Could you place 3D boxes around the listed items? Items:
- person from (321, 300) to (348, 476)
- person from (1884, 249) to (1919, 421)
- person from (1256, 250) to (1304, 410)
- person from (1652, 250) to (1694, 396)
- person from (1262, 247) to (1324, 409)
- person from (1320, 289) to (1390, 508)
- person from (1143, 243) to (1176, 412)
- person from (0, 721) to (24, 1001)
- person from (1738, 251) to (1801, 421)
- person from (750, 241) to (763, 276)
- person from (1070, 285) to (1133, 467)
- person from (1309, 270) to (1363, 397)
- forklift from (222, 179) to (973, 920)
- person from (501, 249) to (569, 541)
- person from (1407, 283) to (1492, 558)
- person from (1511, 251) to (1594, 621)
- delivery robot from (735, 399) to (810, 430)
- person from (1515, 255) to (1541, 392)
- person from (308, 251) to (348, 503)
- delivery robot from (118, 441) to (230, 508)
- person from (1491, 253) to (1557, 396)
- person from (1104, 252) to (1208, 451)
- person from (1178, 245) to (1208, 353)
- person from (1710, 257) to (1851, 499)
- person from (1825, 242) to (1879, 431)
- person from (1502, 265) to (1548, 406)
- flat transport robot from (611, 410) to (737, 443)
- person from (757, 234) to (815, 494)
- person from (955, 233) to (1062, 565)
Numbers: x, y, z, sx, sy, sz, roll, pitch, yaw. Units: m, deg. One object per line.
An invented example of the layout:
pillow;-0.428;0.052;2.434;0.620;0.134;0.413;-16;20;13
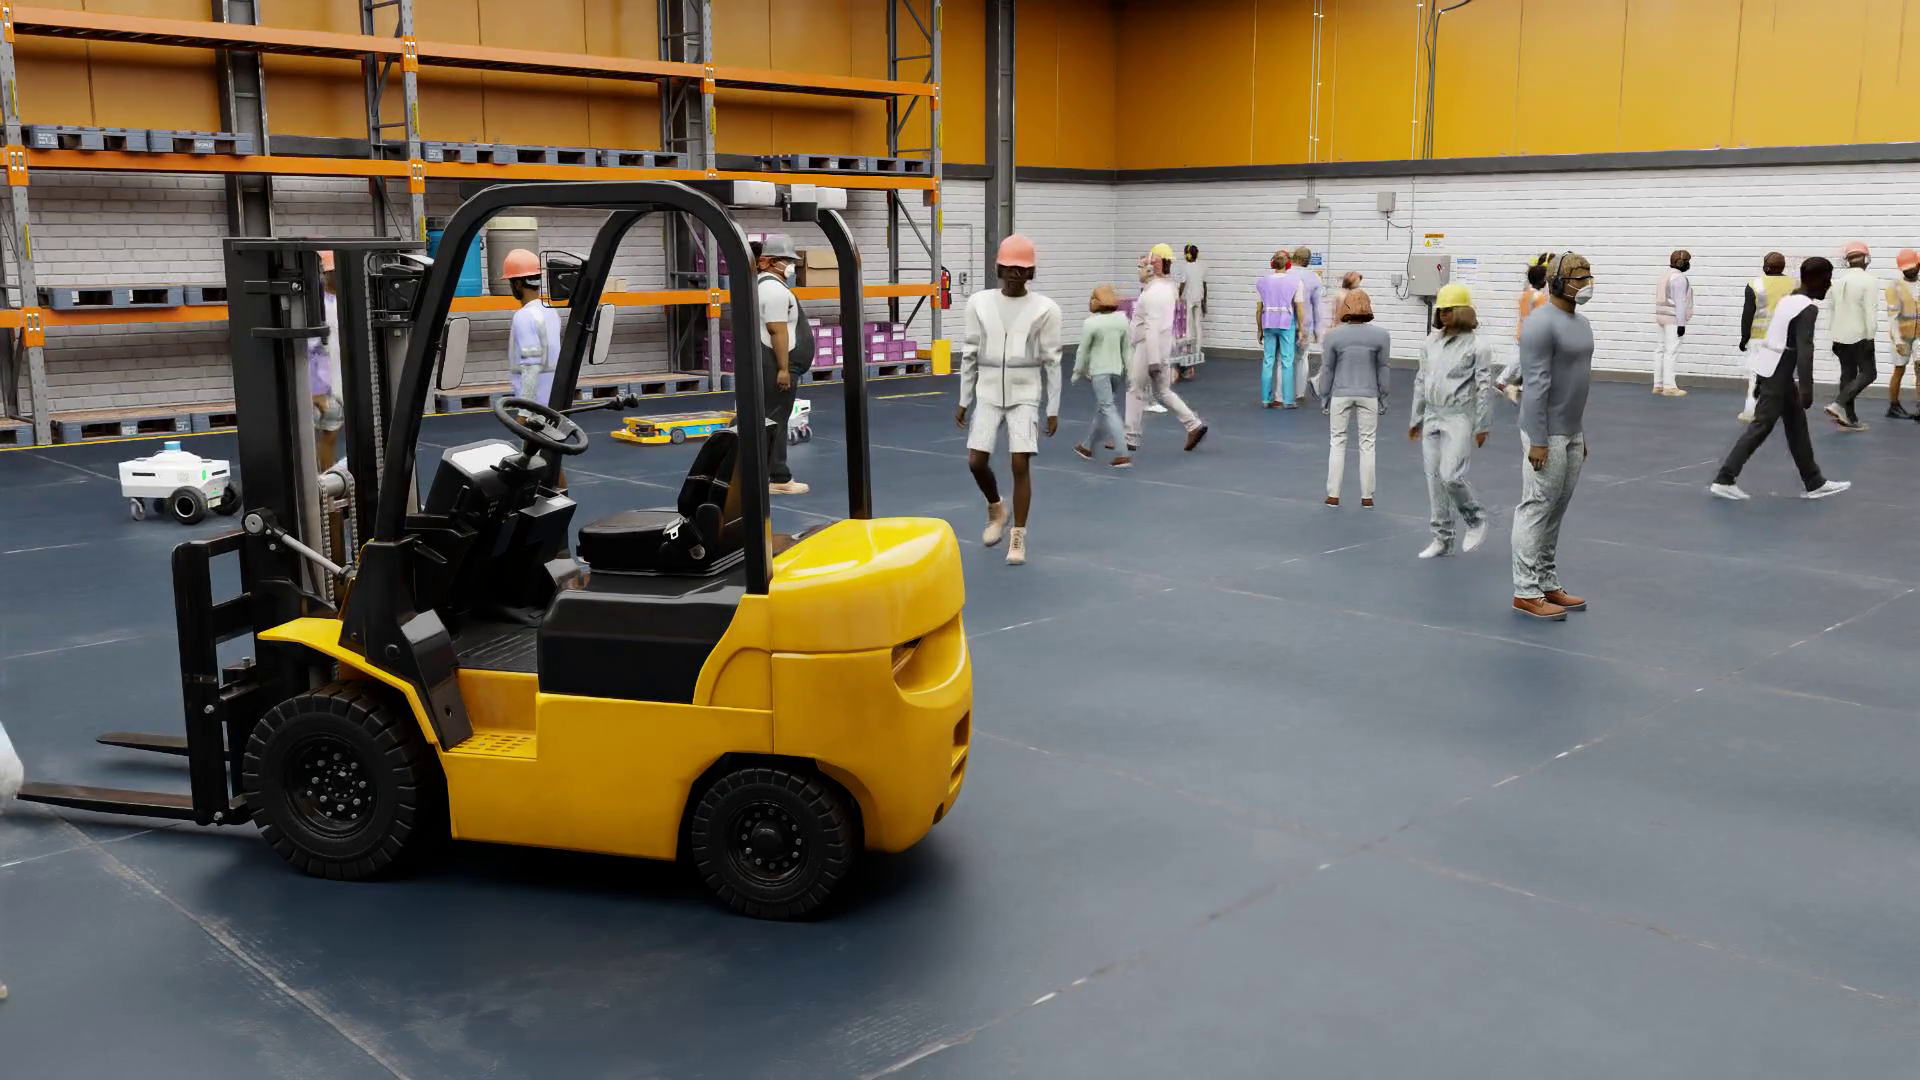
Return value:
person;-4.060;-0.943;11.075;0.766;1.900;0.637;-6;12;-32
person;10.357;-2.215;18.089;0.625;1.870;0.802;1;10;7
person;3.712;-2.437;19.354;0.567;1.850;0.389;5;12;27
person;9.058;-2.752;21.100;0.429;1.839;0.634;0;10;1
person;3.914;-2.499;19.622;0.694;1.889;0.661;0;10;0
person;2.938;-1.047;12.401;0.505;1.629;0.280;2;11;11
person;2.273;-2.438;19.147;0.388;1.927;0.589;1;10;4
person;-2.695;0.321;4.263;0.416;1.866;0.599;-1;10;-8
person;8.825;-2.216;18.167;0.626;1.846;0.429;0;10;1
person;-2.043;-2.023;16.772;0.361;1.965;0.614;-1;10;-4
person;1.254;-1.455;14.714;0.504;1.582;0.885;-7;13;-35
person;4.635;-2.487;20.298;0.730;1.608;0.534;7;13;34
forklift;-1.114;-0.058;5.440;2.313;2.155;1.214;2;11;13
person;-2.716;-0.874;10.600;0.375;1.934;0.547;1;10;5
person;3.052;-0.734;10.395;0.398;1.731;0.488;-7;13;-34
person;3.171;-0.555;8.850;0.372;1.940;0.630;9;13;39
delivery robot;-1.829;-1.266;16.249;0.707;0.478;0.477;4;11;19
person;7.390;-2.785;21.490;0.361;1.761;0.541;4;11;19
person;-4.401;-1.137;11.915;1.068;1.973;0.631;10;14;43
delivery robot;-5.594;-0.458;11.839;0.707;0.478;0.477;2;10;9
person;7.168;-2.666;20.756;0.978;1.835;0.542;6;12;28
person;1.847;-1.752;15.546;0.876;1.873;0.645;4;11;23
person;3.790;-3.865;27.140;0.602;1.851;0.404;-5;12;-27
person;6.289;-1.212;12.663;1.029;1.862;0.633;3;11;15
person;9.196;-2.091;17.170;0.518;1.951;0.650;-3;11;-16
person;6.580;-2.330;19.189;0.522;1.686;0.545;0;10;-2
flat transport robot;-2.683;-1.135;16.560;1.431;0.197;0.652;-8;13;-38
person;-1.416;-1.395;13.150;0.536;2.000;0.682;-4;11;-19
person;0.305;-0.877;10.346;0.671;2.029;0.585;2;11;13
